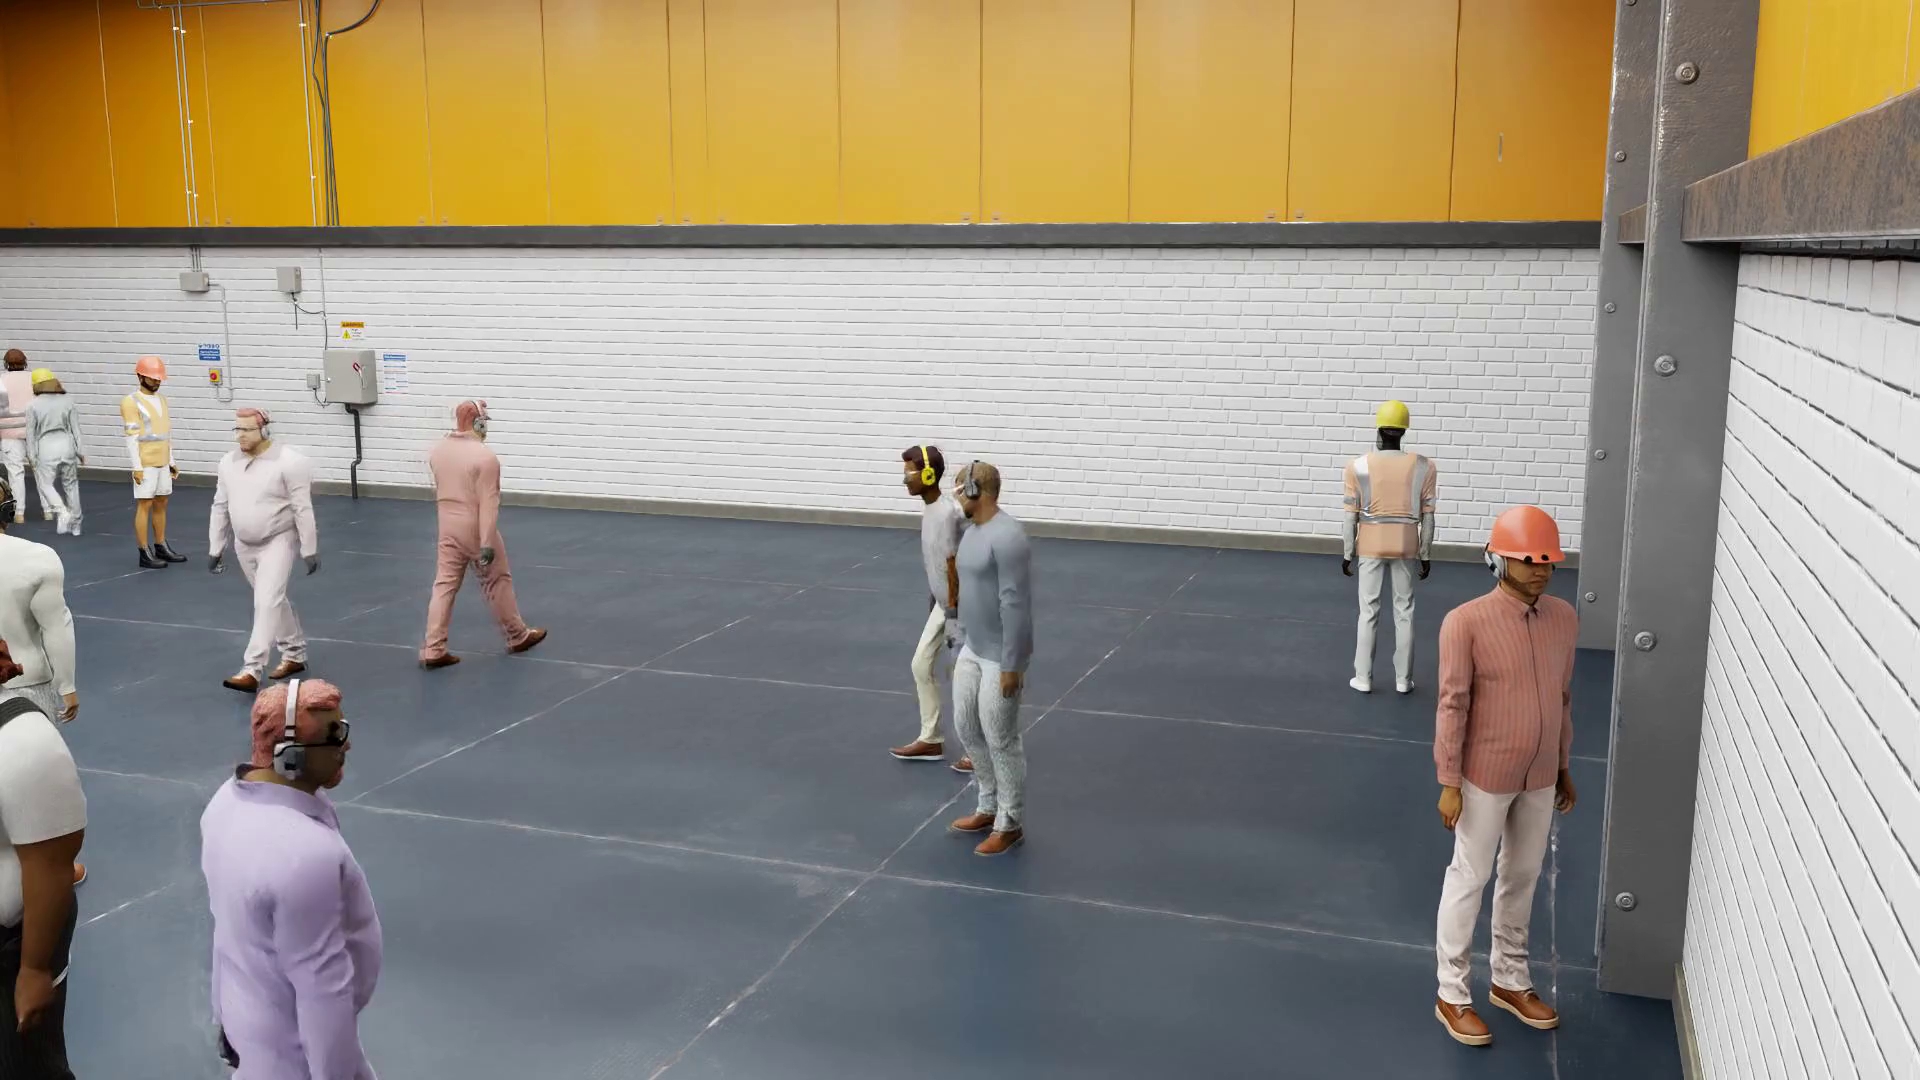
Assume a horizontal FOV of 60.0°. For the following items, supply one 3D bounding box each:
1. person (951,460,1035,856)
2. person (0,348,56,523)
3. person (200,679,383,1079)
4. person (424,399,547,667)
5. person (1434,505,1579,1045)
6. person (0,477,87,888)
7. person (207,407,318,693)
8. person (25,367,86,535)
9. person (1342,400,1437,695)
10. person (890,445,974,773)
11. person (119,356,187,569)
[{"bbox_3d":[0.180,0.577,8.015,0.367,1.908,0.669,-4,11,-24],"label":"person"},{"bbox_3d":[-9.909,-1.101,17.589,0.634,1.839,0.429,-8,13,-39],"label":"person"},{"bbox_3d":[-1.719,1.260,4.288,0.995,1.857,0.647,-8,13,-37],"label":"person"},{"bbox_3d":[-3.400,-0.060,11.672,0.660,1.853,0.989,6,12,31],"label":"person"},{"bbox_3d":[2.025,0.854,6.136,0.624,1.992,0.386,-4,11,-23],"label":"person"},{"bbox_3d":[-4.254,0.661,7.386,0.635,1.937,0.353,-2,10,-10],"label":"person"},{"bbox_3d":[-4.656,0.067,10.926,0.679,1.860,0.950,3,11,18],"label":"person"},{"bbox_3d":[-9.011,-0.864,16.607,0.535,1.713,0.510,10,14,43],"label":"person"},{"bbox_3d":[2.781,0.054,10.824,0.589,1.930,0.356,1,10,7],"label":"person"},{"bbox_3d":[-0.101,0.389,9.249,0.609,1.828,0.507,-3,10,-16],"label":"person"},{"bbox_3d":[-7.333,-0.712,15.151,0.374,1.927,0.542,2,10,11],"label":"person"}]
